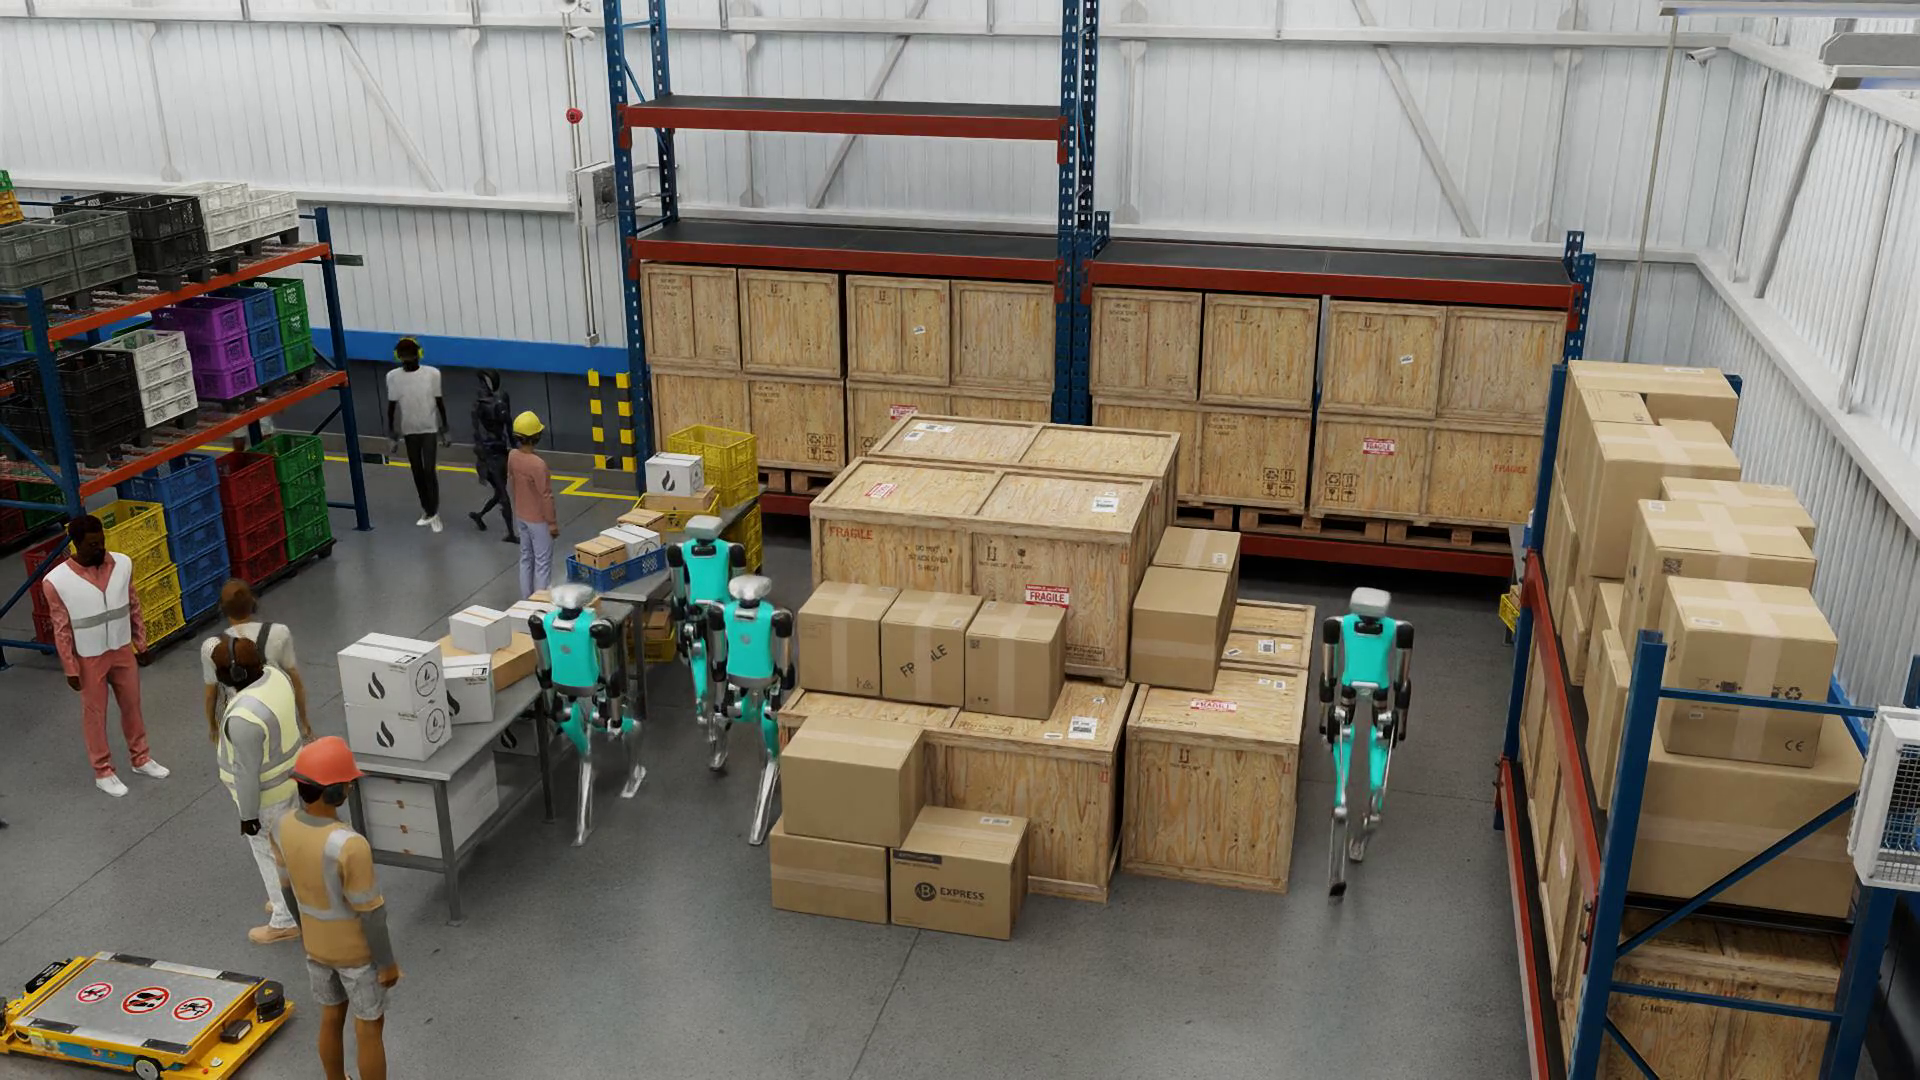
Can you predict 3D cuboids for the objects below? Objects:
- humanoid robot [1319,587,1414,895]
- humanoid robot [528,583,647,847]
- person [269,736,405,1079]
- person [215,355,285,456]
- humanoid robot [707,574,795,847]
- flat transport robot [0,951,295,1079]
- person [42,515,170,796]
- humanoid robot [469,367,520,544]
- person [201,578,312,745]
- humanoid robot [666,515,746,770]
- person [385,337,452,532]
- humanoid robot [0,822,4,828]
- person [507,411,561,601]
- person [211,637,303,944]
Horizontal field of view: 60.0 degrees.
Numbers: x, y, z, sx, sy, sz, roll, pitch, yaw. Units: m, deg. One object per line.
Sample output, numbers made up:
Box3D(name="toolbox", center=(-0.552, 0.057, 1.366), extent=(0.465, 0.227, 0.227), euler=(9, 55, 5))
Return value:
Box3D(name="humanoid robot", center=(2.350, 1.259, 9.789), extent=(0.549, 1.844, 0.862), euler=(5, 22, 13))
Box3D(name="humanoid robot", center=(-2.250, 0.977, 10.480), extent=(0.548, 1.766, 0.982), euler=(5, 21, 12))
Box3D(name="person", center=(-2.847, 1.852, 7.731), extent=(0.604, 2.035, 0.380), euler=(11, 24, 27))
Box3D(name="person", center=(-6.861, -1.325, 16.060), extent=(0.628, 2.014, 0.465), euler=(-8, 23, -21))
Box3D(name="humanoid robot", center=(-1.227, 0.954, 10.533), extent=(0.538, 1.773, 0.965), euler=(4, 21, 10))
Box3D(name="flat transport robot", center=(-4.270, 2.464, 8.601), extent=(1.431, 0.231, 0.659), euler=(5, 22, 13))
Box3D(name="person", center=(-5.577, 0.730, 10.841), extent=(0.400, 1.911, 0.585), euler=(12, 24, 29))
Box3D(name="humanoid robot", center=(-4.291, -0.790, 15.205), extent=(0.726, 1.653, 0.601), euler=(8, 22, 20))
Box3D(name="person", center=(-4.293, 1.059, 10.113), extent=(0.543, 1.802, 0.906), euler=(-14, 25, -33))
Box3D(name="humanoid robot", center=(-1.679, 0.733, 11.059), extent=(0.549, 1.746, 0.924), euler=(1, 21, 4))
Box3D(name="person", center=(-5.017, -0.990, 15.433), extent=(0.555, 1.844, 0.460), euler=(-4, 21, -10))
Box3D(name="humanoid robot", center=(-6.467, 1.103, 10.253), extent=(0.792, 1.619, 0.610), euler=(2, 21, 5))
Box3D(name="person", center=(-3.415, -0.179, 13.409), extent=(0.532, 1.772, 0.297), euler=(19, 28, 40))
Box3D(name="person", center=(-3.871, 1.380, 9.253), extent=(0.429, 1.834, 0.630), euler=(-1, 21, -2))
